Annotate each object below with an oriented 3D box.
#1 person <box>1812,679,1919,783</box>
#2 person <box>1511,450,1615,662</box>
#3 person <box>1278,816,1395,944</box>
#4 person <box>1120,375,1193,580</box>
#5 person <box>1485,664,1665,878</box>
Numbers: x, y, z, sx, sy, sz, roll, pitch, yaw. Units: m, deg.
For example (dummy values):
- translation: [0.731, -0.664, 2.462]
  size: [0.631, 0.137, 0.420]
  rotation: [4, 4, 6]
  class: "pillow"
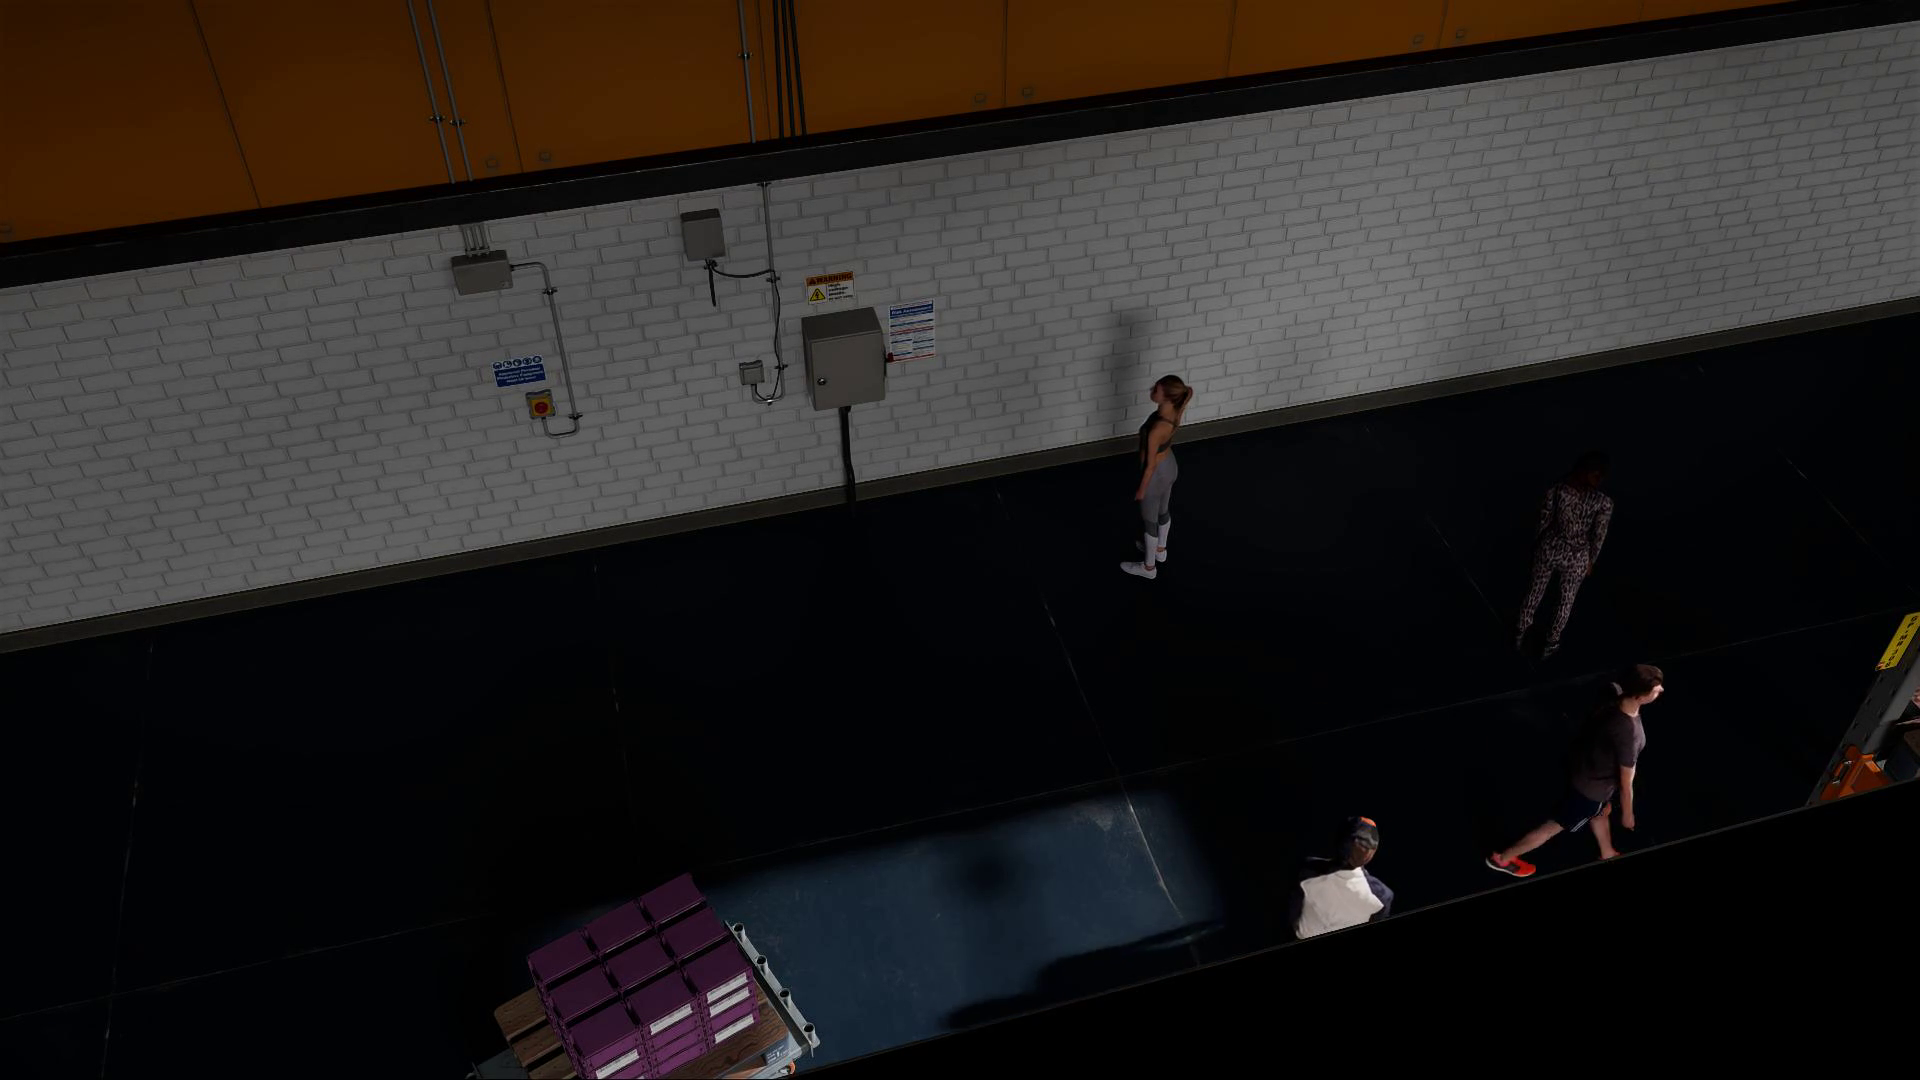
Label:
- translation: [5.606, 0.913, 9.818]
  size: [0.702, 1.808, 0.595]
  rotation: [-7, 44, -8]
  class: "person"
- translation: [3.887, 0.089, 10.751]
  size: [0.670, 1.714, 0.737]
  rotation: [24, 49, 23]
  class: "person"
- translation: [1.880, 2.085, 8.529]
  size: [0.769, 1.889, 0.802]
  rotation: [16, 46, 16]
  class: "person"
- translation: [1.348, -0.438, 11.314]
  size: [0.719, 1.700, 0.660]
  rotation: [22, 48, 21]
  class: "person"
- translation: [3.457, 1.358, 9.356]
  size: [1.009, 1.800, 1.204]
  rotation: [4, 44, 5]
  class: "person"
